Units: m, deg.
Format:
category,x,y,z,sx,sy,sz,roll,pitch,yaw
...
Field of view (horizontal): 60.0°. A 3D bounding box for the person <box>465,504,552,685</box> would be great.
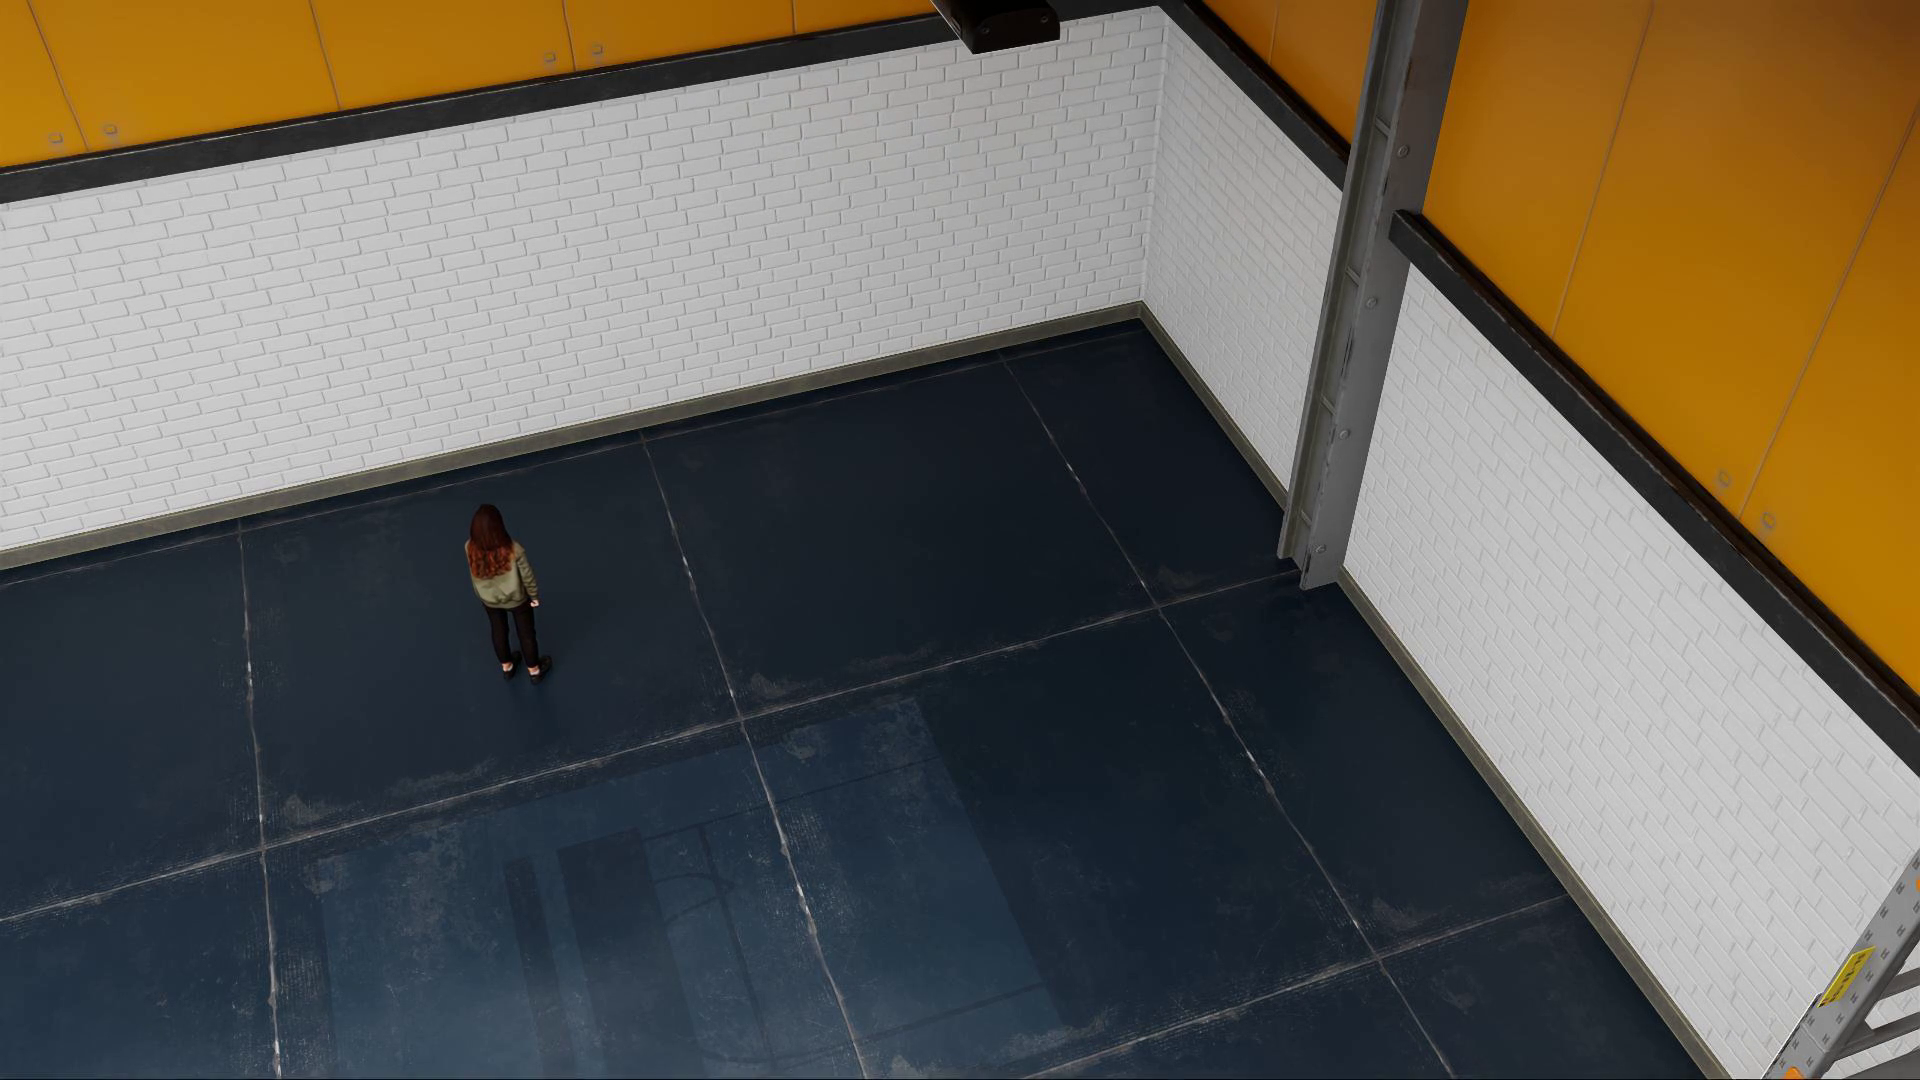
category,x,y,z,sx,sy,sz,roll,pitch,yaw
person,-2.924,0.353,10.681,0.642,1.475,0.636,4,44,4
